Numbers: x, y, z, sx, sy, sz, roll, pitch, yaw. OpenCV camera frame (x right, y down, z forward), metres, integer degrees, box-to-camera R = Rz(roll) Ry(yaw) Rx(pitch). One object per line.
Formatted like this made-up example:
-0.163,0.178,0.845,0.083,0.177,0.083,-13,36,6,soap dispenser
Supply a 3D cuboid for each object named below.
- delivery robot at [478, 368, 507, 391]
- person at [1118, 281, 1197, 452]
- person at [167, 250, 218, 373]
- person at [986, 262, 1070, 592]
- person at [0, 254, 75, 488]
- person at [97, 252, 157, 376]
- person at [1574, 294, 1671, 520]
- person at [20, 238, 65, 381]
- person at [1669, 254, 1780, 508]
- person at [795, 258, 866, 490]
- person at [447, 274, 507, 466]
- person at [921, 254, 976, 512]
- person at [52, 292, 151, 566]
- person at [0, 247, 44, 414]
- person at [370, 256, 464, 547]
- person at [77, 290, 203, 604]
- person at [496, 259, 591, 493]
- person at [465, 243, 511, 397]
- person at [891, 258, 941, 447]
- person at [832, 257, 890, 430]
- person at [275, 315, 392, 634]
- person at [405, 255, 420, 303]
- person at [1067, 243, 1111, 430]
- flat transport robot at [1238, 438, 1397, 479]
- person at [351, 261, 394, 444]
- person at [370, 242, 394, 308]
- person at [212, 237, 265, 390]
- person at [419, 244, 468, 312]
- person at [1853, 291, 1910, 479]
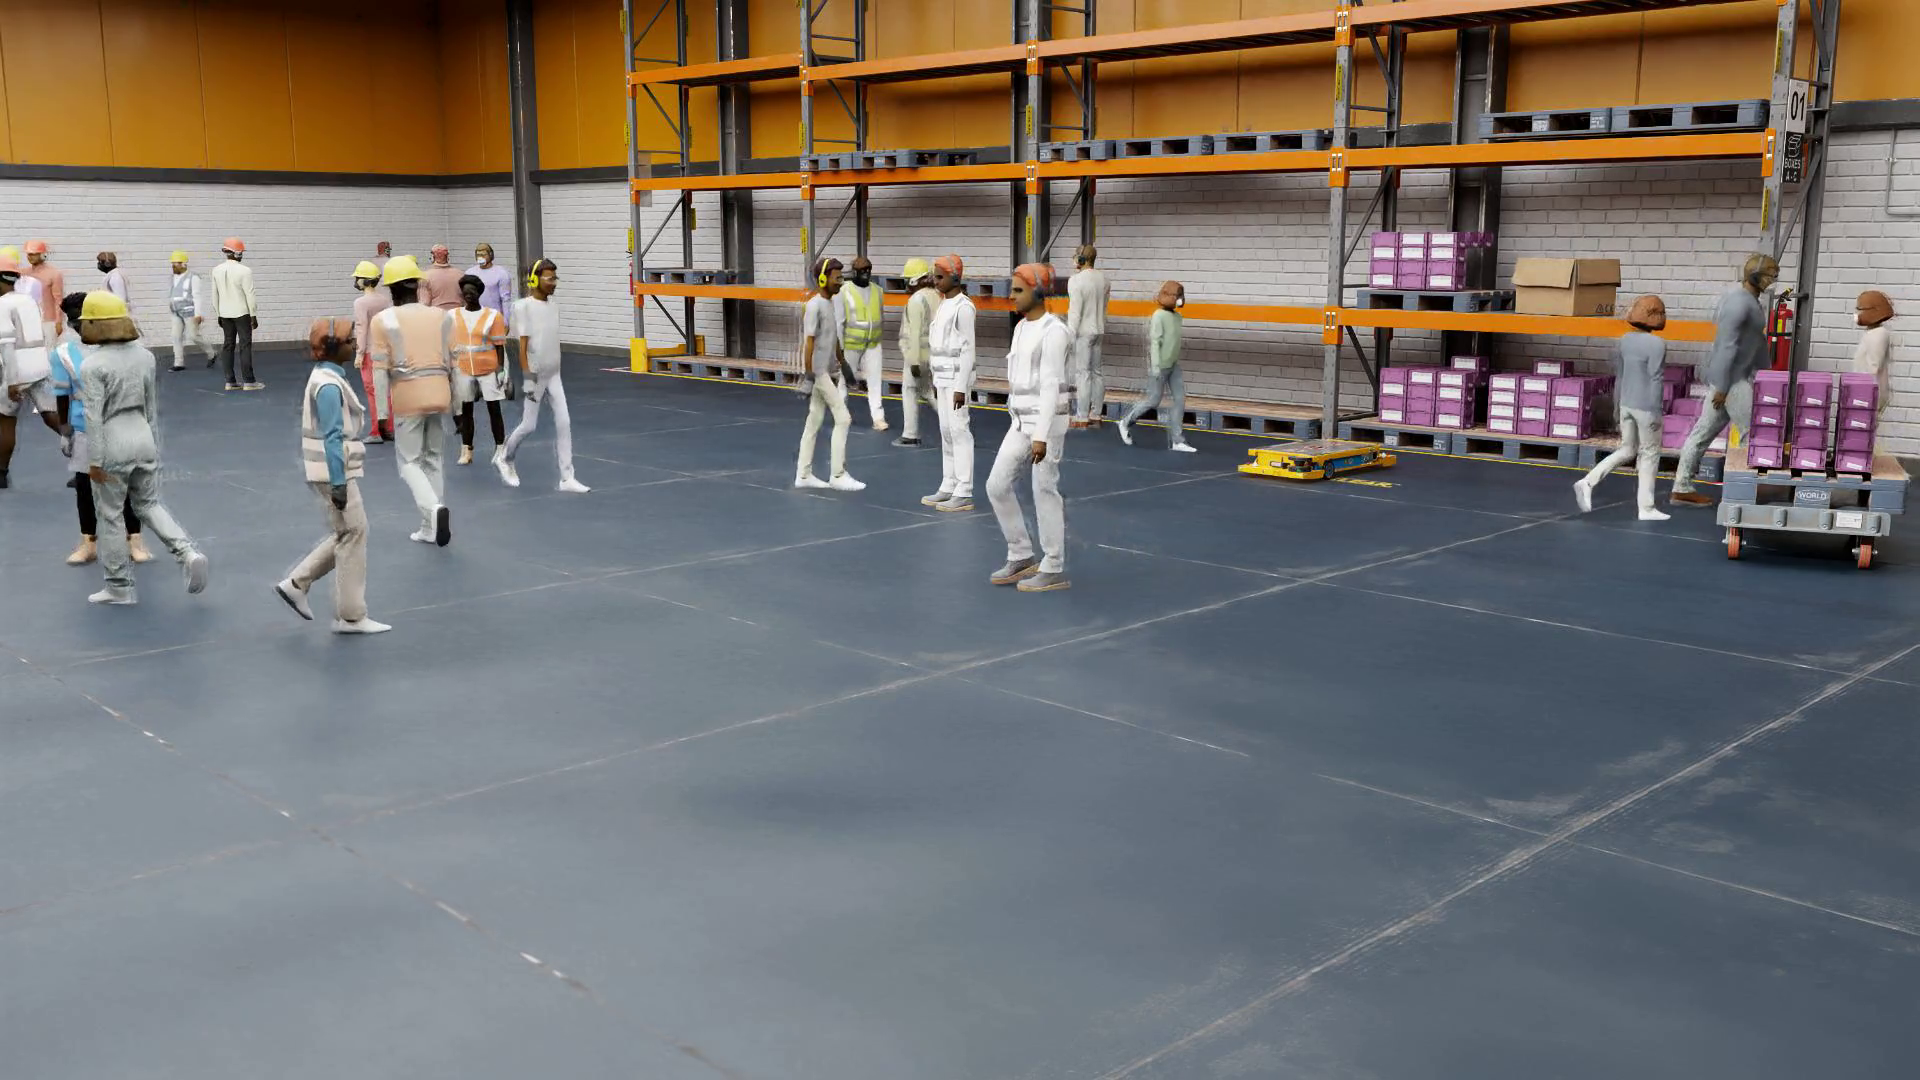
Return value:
-5.797,-2.051,20.525,0.477,0.478,0.707,-4,11,-20,delivery robot
1.871,-1.641,15.680,0.756,1.603,0.515,8,13,35,person
-11.486,-3.404,24.747,0.600,1.806,0.772,4,11,20,person
0.385,-0.617,9.397,0.526,1.870,0.580,-5,12,-26,person
-7.417,-1.330,13.267,1.006,1.883,0.594,1,10,7,person
-11.785,-3.119,23.242,0.947,1.801,0.624,-5,11,-23,person
4.750,-0.926,11.768,0.640,1.615,0.503,-2,11,-11,person
-11.410,-2.746,20.663,0.628,1.980,0.431,3,11,13,person
5.748,-1.130,12.125,1.020,1.875,0.657,5,12,27,person
-1.005,-1.308,13.248,0.728,1.839,0.489,0,10,2,person
-4.240,-1.483,14.604,0.536,1.689,0.324,0,10,1,person
-0.065,-1.156,12.269,0.356,1.887,0.573,-4,11,-19,person
-5.272,-0.672,10.221,0.603,1.673,0.327,-3,11,-17,person
-10.538,-2.312,18.575,0.604,1.875,0.969,-1,10,-3,person
-3.439,-0.871,10.693,0.691,1.898,0.624,10,14,44,person
-4.513,-0.489,9.039,0.614,1.725,0.496,4,11,21,person
-3.352,-1.298,13.167,0.860,1.843,0.525,7,12,33,person
-5.891,-2.739,20.802,0.622,1.932,0.367,3,11,16,person
-0.318,-1.773,15.817,0.652,1.810,0.590,5,11,23,person
-1.079,-2.079,17.553,0.642,1.806,0.953,-6,12,-30,person
-3.185,-0.315,8.383,0.451,1.624,0.531,-4,11,-21,person
-7.697,-3.105,23.286,0.684,1.742,0.546,8,13,36,person
1.311,-2.112,17.339,0.368,1.940,0.632,8,13,38,person
3.070,-0.706,14.224,1.431,0.197,0.652,-10,14,-44,flat transport robot
-5.722,-1.816,16.188,0.297,1.772,0.533,2,11,11,person
-10.296,-4.397,29.888,0.651,1.907,0.409,5,12,27,person
-9.477,-2.961,21.814,0.623,1.992,0.397,3,11,16,person
-6.242,-2.601,20.090,0.638,1.911,0.406,-10,14,-43,person
6.780,-1.039,12.365,0.530,1.615,0.516,4,11,20,person
